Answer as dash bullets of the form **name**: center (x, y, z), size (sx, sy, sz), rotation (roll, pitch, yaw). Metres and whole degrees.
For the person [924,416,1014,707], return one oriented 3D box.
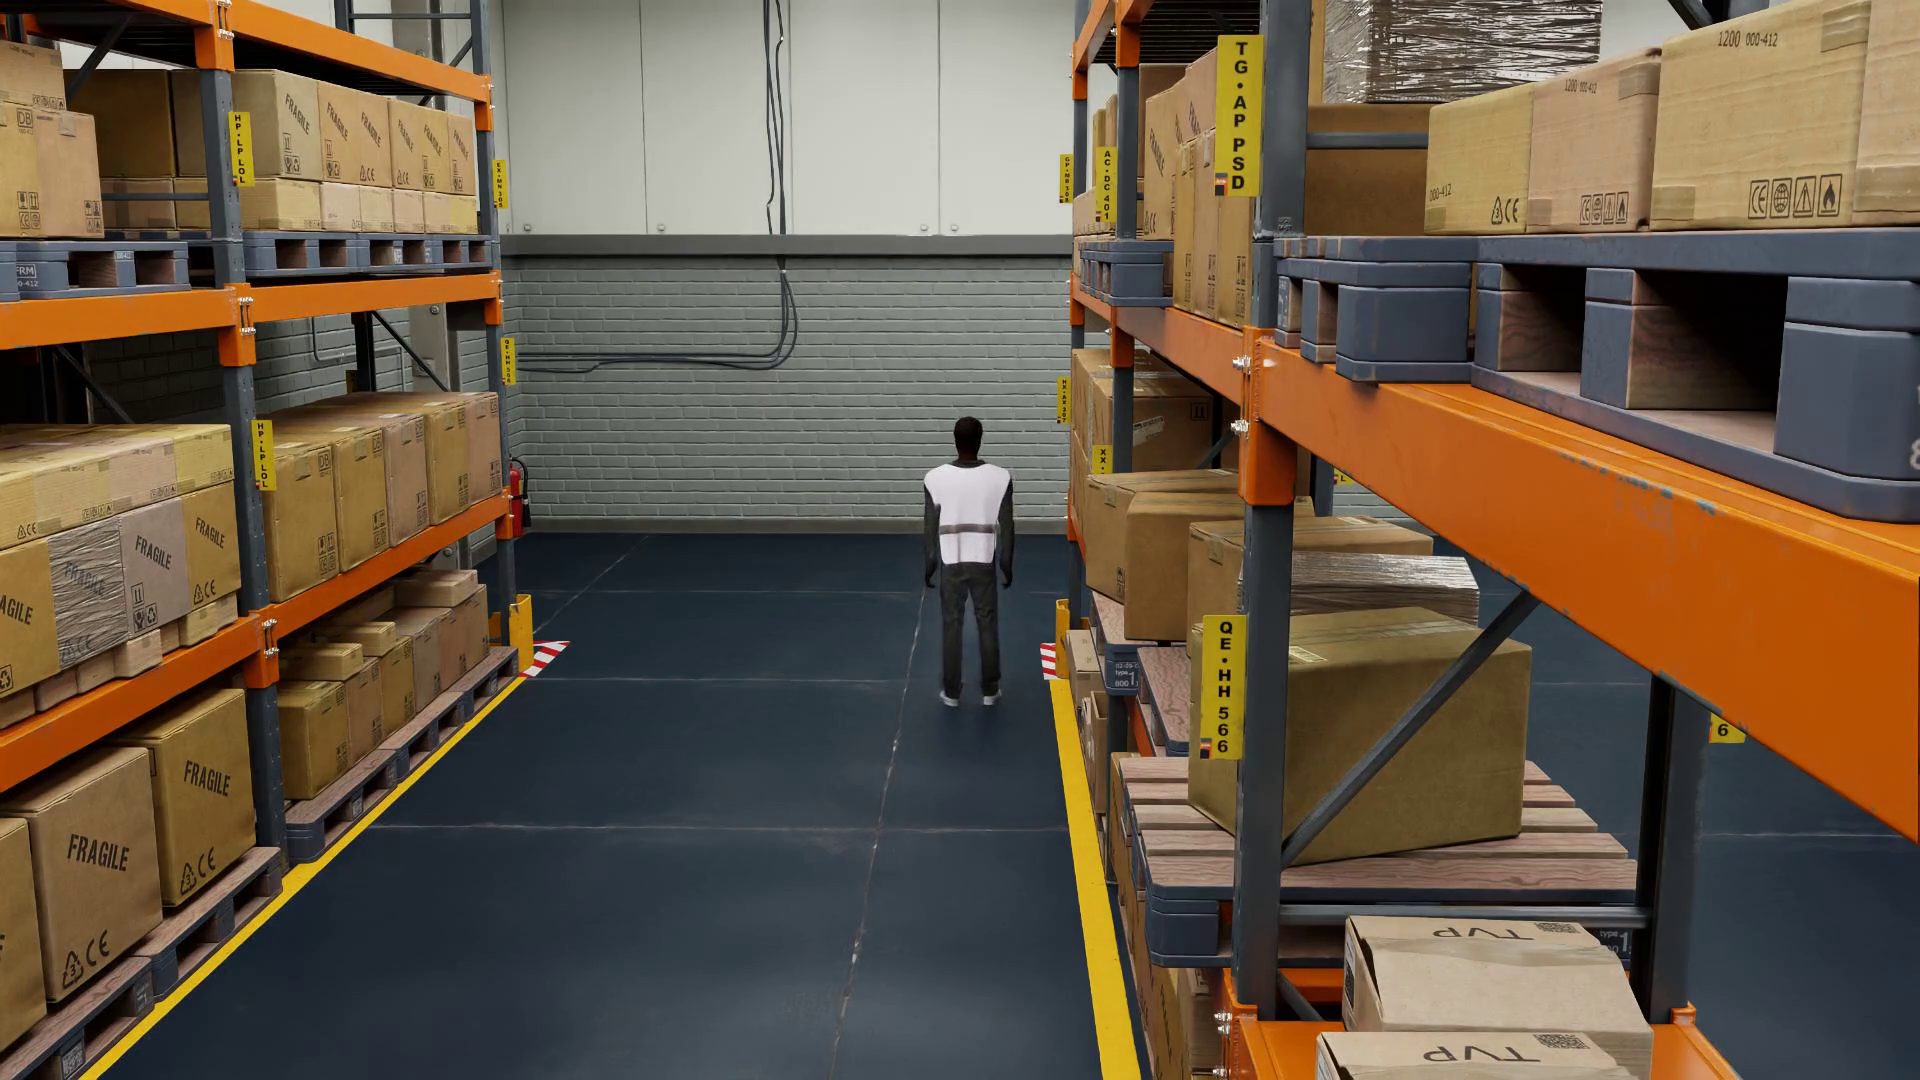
- **person**: center (0.061, 0.150, 10.929), size (0.596, 1.914, 0.373), rotation (-1, 10, -3)
